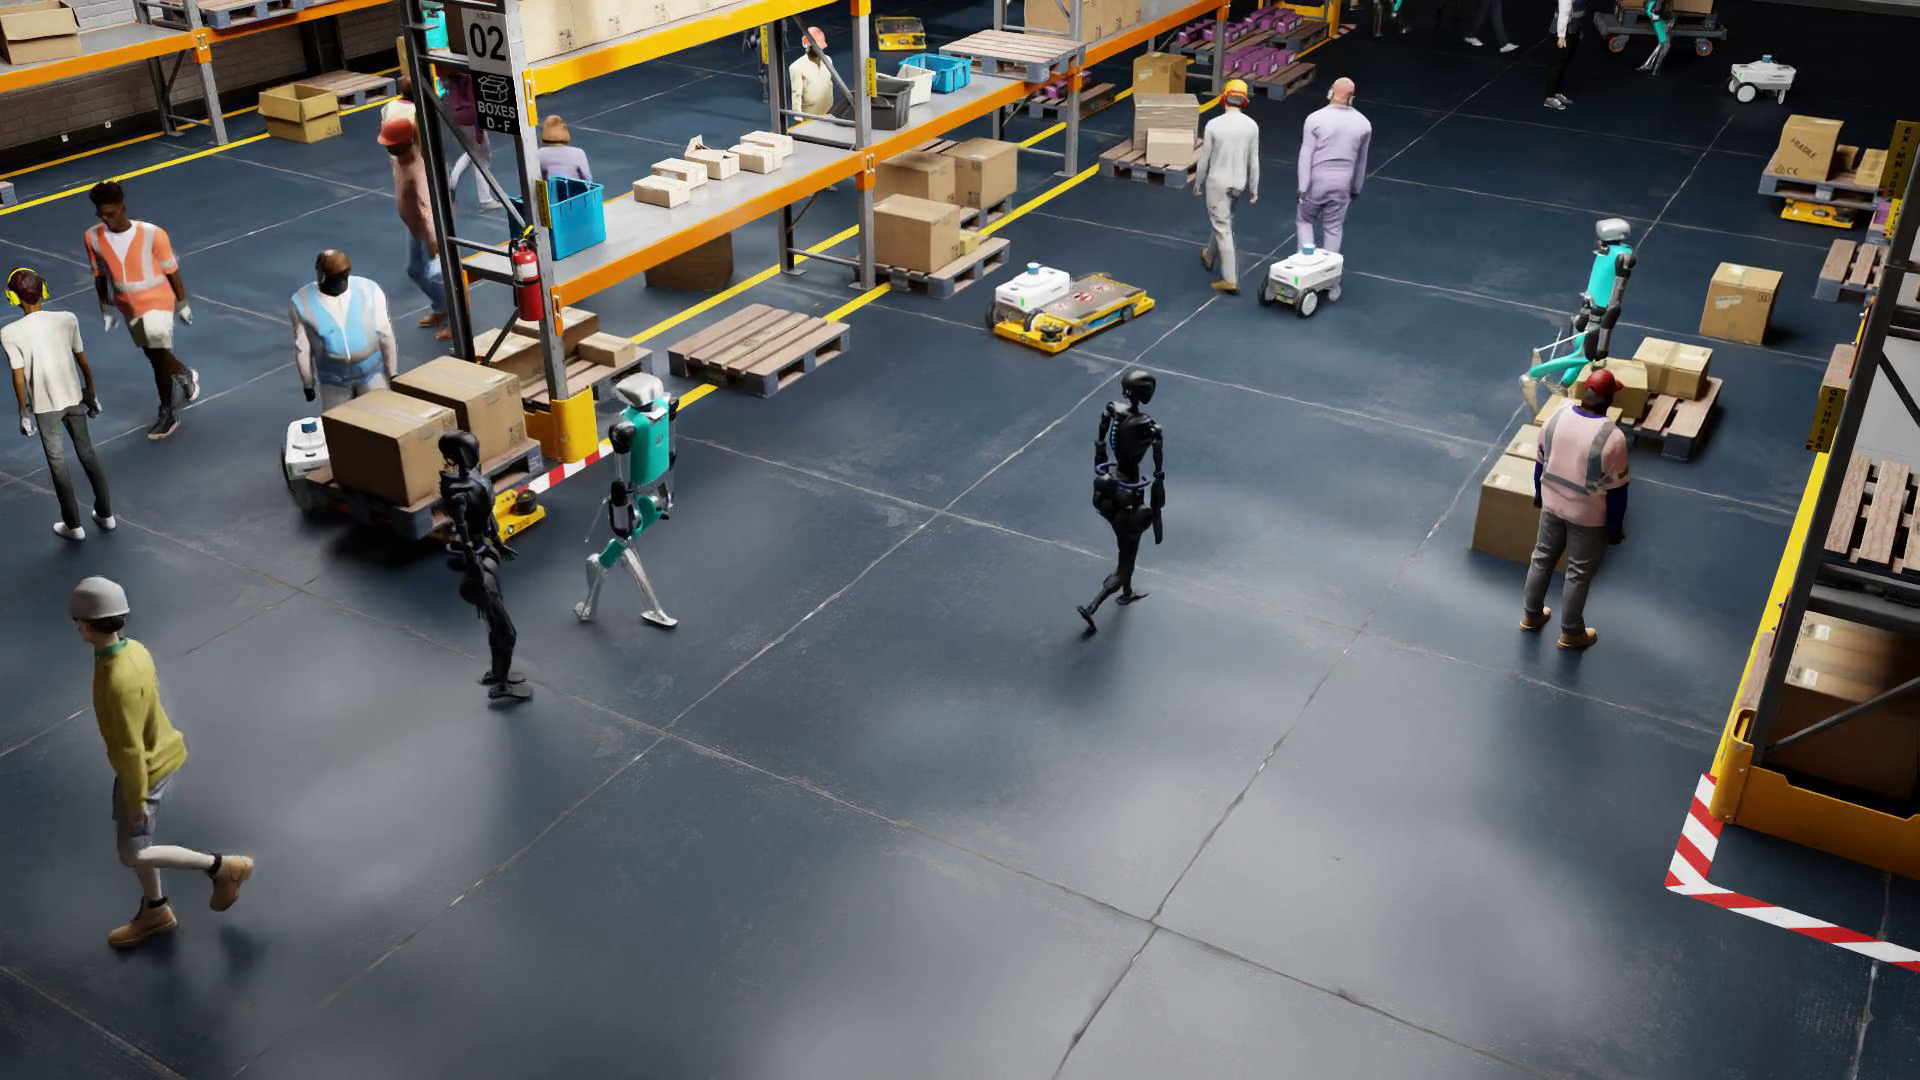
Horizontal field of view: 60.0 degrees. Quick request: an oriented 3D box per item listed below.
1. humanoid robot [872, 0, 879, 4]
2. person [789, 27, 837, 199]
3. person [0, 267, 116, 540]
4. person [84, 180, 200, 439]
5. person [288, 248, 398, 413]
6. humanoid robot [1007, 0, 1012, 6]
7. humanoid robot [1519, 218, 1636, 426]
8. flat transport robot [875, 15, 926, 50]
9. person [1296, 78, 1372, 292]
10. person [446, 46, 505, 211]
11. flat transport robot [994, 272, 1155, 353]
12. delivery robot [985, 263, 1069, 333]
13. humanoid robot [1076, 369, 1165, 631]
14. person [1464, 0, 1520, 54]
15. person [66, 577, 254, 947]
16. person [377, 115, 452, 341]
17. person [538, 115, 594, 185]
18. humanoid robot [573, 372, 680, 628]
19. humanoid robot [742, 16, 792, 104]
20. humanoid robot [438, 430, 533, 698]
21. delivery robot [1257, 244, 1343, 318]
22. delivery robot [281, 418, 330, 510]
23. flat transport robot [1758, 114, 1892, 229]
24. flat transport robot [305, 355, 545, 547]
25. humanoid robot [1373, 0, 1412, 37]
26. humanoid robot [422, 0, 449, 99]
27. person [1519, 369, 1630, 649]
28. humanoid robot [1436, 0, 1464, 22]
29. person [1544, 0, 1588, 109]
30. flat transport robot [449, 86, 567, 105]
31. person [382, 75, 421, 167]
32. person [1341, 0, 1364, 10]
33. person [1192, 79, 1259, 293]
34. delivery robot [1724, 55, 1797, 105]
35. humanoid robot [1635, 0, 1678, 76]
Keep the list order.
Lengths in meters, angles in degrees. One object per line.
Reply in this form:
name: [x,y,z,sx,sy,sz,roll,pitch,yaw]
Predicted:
humanoid robot: [-1.207,-9.187,25.757,0.601,1.644,0.380,-17,33,-27]
person: [-1.496,-4.451,17.308,0.344,1.746,0.572,23,37,35]
person: [-5.924,-0.886,10.906,0.352,1.854,0.521,20,35,31]
person: [-6.098,-1.805,12.466,0.628,1.921,0.903,1,29,2]
person: [-4.170,-1.132,11.372,0.658,1.826,0.435,-11,31,-18]
humanoid robot: [0.660,-8.913,25.274,0.563,1.835,0.804,18,34,29]
humanoid robot: [4.424,-1.453,12.042,1.052,1.737,0.588,-1,29,-1]
flat transport robot: [-0.857,-7.243,23.754,0.659,0.231,1.431,-2,30,-4]
person: [3.323,-3.174,14.949,0.675,1.856,0.559,-4,30,-7]
person: [-4.966,-4.238,16.755,0.560,1.924,0.528,-22,36,-34]
flat transport robot: [1.011,-1.989,14.461,0.659,0.231,1.431,24,37,36]
delivery robot: [0.616,-2.087,14.334,0.499,0.586,0.773,23,36,34]
humanoid robot: [0.938,-0.253,9.990,0.710,1.632,0.616,-21,36,-32]
person: [7.451,-7.678,22.969,0.534,1.793,0.986,-22,36,-34]
person: [-3.710,1.032,7.508,0.613,1.850,0.501,-13,32,-22]
person: [-4.466,-2.580,13.796,0.540,1.961,0.642,-21,35,-32]
person: [-3.514,-3.014,14.912,0.516,1.606,0.675,3,30,5]
humanoid robot: [-2.057,-0.178,9.848,0.900,1.847,0.567,14,32,23]
humanoid robot: [-2.402,-6.261,20.588,0.612,1.640,0.408,-3,30,-5]
humanoid robot: [-2.636,0.117,9.301,0.397,1.655,0.589,-3,30,-5]
delivery robot: [3.051,-2.320,14.769,0.799,0.608,0.499,-24,37,-36]
delivery robot: [-4.509,-0.582,11.669,0.520,0.584,0.744,-9,31,-15]
flat transport robot: [8.964,-3.542,17.207,0.659,0.231,1.431,17,34,27]
flat transport robot: [-3.617,-0.270,11.419,1.431,0.231,0.659,16,33,26]
humanoid robot: [6.125,-7.904,23.467,0.994,1.729,0.560,-24,37,-36]
humanoid robot: [-5.897,-5.041,18.447,0.553,1.837,0.851,13,32,22]
person: [3.630,-0.183,9.758,0.420,1.753,0.599,-20,35,-32]
humanoid robot: [7.355,-8.490,24.524,0.466,1.643,0.589,-26,38,-37]
person: [7.467,-6.220,20.430,0.433,1.758,0.746,18,34,29]
flat transport robot: [-5.699,-5.684,20.996,0.659,0.231,1.431,16,33,26]
person: [-4.991,-3.432,15.457,0.603,1.799,0.682,5,30,8]
person: [6.021,-9.012,25.373,0.571,1.748,0.341,25,38,36]
person: [2.423,-3.216,15.055,0.528,1.828,0.970,-10,31,-17]
delivery robot: [10.046,-5.785,20.860,0.742,0.570,0.504,3,30,5]
humanoid robot: [9.238,-6.932,21.802,0.672,1.887,0.546,1,29,2]
